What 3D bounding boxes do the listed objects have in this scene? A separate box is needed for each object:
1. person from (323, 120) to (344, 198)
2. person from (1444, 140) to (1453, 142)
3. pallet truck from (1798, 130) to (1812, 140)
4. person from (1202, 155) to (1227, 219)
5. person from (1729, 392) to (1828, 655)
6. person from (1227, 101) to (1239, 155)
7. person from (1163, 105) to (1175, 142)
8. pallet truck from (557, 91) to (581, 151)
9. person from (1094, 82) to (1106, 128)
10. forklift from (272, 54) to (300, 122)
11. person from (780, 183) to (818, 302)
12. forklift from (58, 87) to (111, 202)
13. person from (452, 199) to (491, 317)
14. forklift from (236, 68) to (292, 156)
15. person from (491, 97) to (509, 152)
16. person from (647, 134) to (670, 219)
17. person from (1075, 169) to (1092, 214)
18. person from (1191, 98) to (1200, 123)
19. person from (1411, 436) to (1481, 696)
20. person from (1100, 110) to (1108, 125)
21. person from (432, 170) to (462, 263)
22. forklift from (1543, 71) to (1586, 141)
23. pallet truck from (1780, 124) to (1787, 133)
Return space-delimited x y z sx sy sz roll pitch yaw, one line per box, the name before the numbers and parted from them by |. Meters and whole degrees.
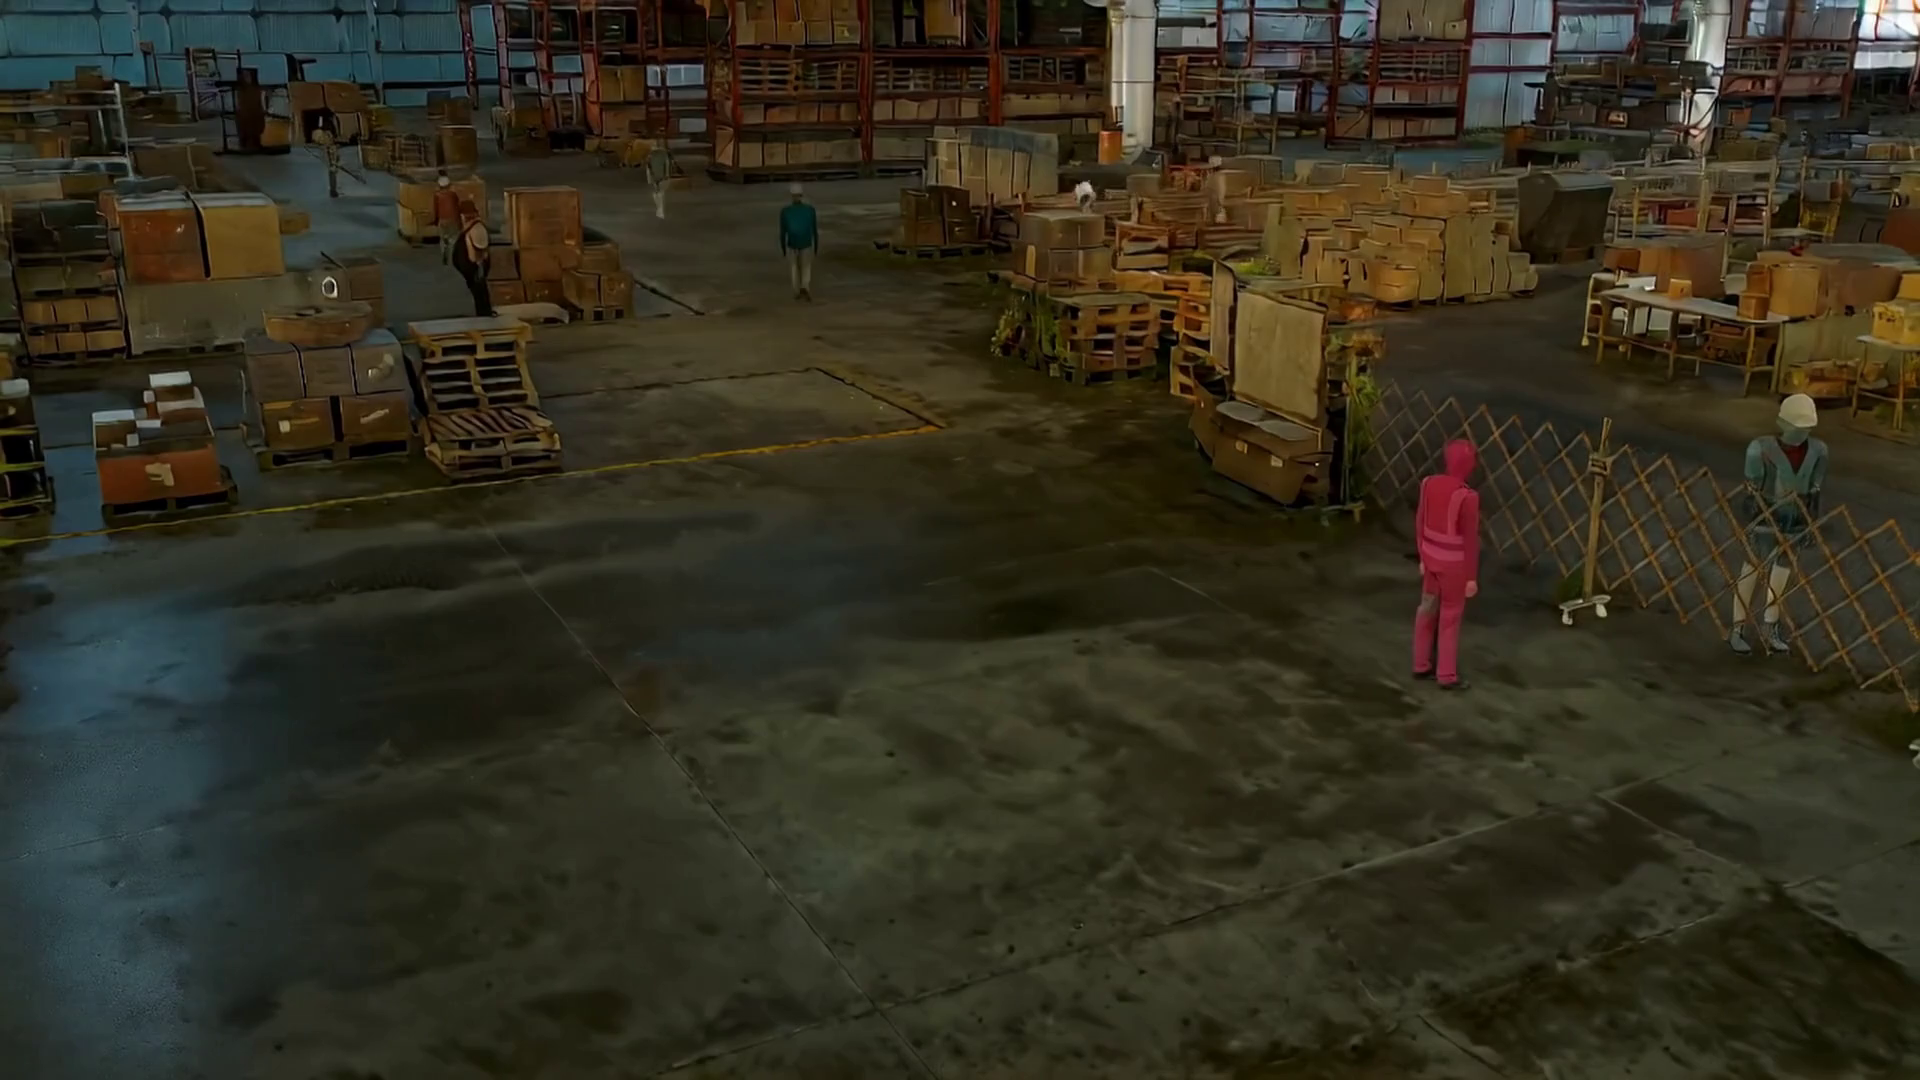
person | -16.251 -9.854 43.028 0.367 1.966 0.607 -4 18 -13
person | 17.881 -15.352 60.705 0.284 1.633 0.500 17 24 42
pallet truck | 25.526 -11.556 49.408 1.630 1.274 0.653 -9 20 -26
person | 5.287 -7.165 34.926 0.941 1.782 0.619 -9 20 -27
person | 6.181 -0.117 12.548 0.605 2.045 0.378 -1 18 -2
person | 9.107 -13.692 55.060 0.632 1.923 0.708 -11 21 -30
person | 6.975 -13.606 55.241 0.897 1.638 0.545 -1 18 -3
pallet truck | -13.495 -14.412 57.188 0.823 1.965 1.885 -3 18 -9
person | 5.759 -17.850 68.146 0.558 1.867 1.120 -1 18 -2
forklift | -28.211 -19.167 70.589 1.873 2.768 1.129 -9 20 -26
person | -2.684 -4.956 27.738 0.637 1.974 0.444 0 18 0
forklift | -21.836 -10.006 42.028 1.873 2.768 1.129 -9 20 -26
person | -7.310 -4.072 24.883 0.536 2.000 0.688 -8 20 -24
forklift | -23.456 -14.228 55.191 1.129 2.768 1.873 14 22 37
person | -15.643 -14.131 56.609 0.516 1.818 0.996 -5 18 -14
person | -7.018 -8.447 38.702 0.565 1.927 0.394 -10 20 -27
person | 2.511 -6.598 33.374 0.841 1.662 0.535 -7 19 -20
person | 9.312 -16.907 65.575 0.382 1.612 0.546 0 18 1
person | 3.485 0.182 11.870 0.356 1.887 0.572 -8 20 -24
person | 6.076 -17.981 68.942 0.780 1.599 0.515 -7 19 -19
person | -9.872 -6.233 32.067 0.531 1.765 0.327 -3 18 -9
forklift | 18.685 -13.231 52.085 1.873 2.768 1.129 -9 20 -26
pallet truck | 25.206 -12.542 52.601 1.601 1.201 0.680 0 18 -2
